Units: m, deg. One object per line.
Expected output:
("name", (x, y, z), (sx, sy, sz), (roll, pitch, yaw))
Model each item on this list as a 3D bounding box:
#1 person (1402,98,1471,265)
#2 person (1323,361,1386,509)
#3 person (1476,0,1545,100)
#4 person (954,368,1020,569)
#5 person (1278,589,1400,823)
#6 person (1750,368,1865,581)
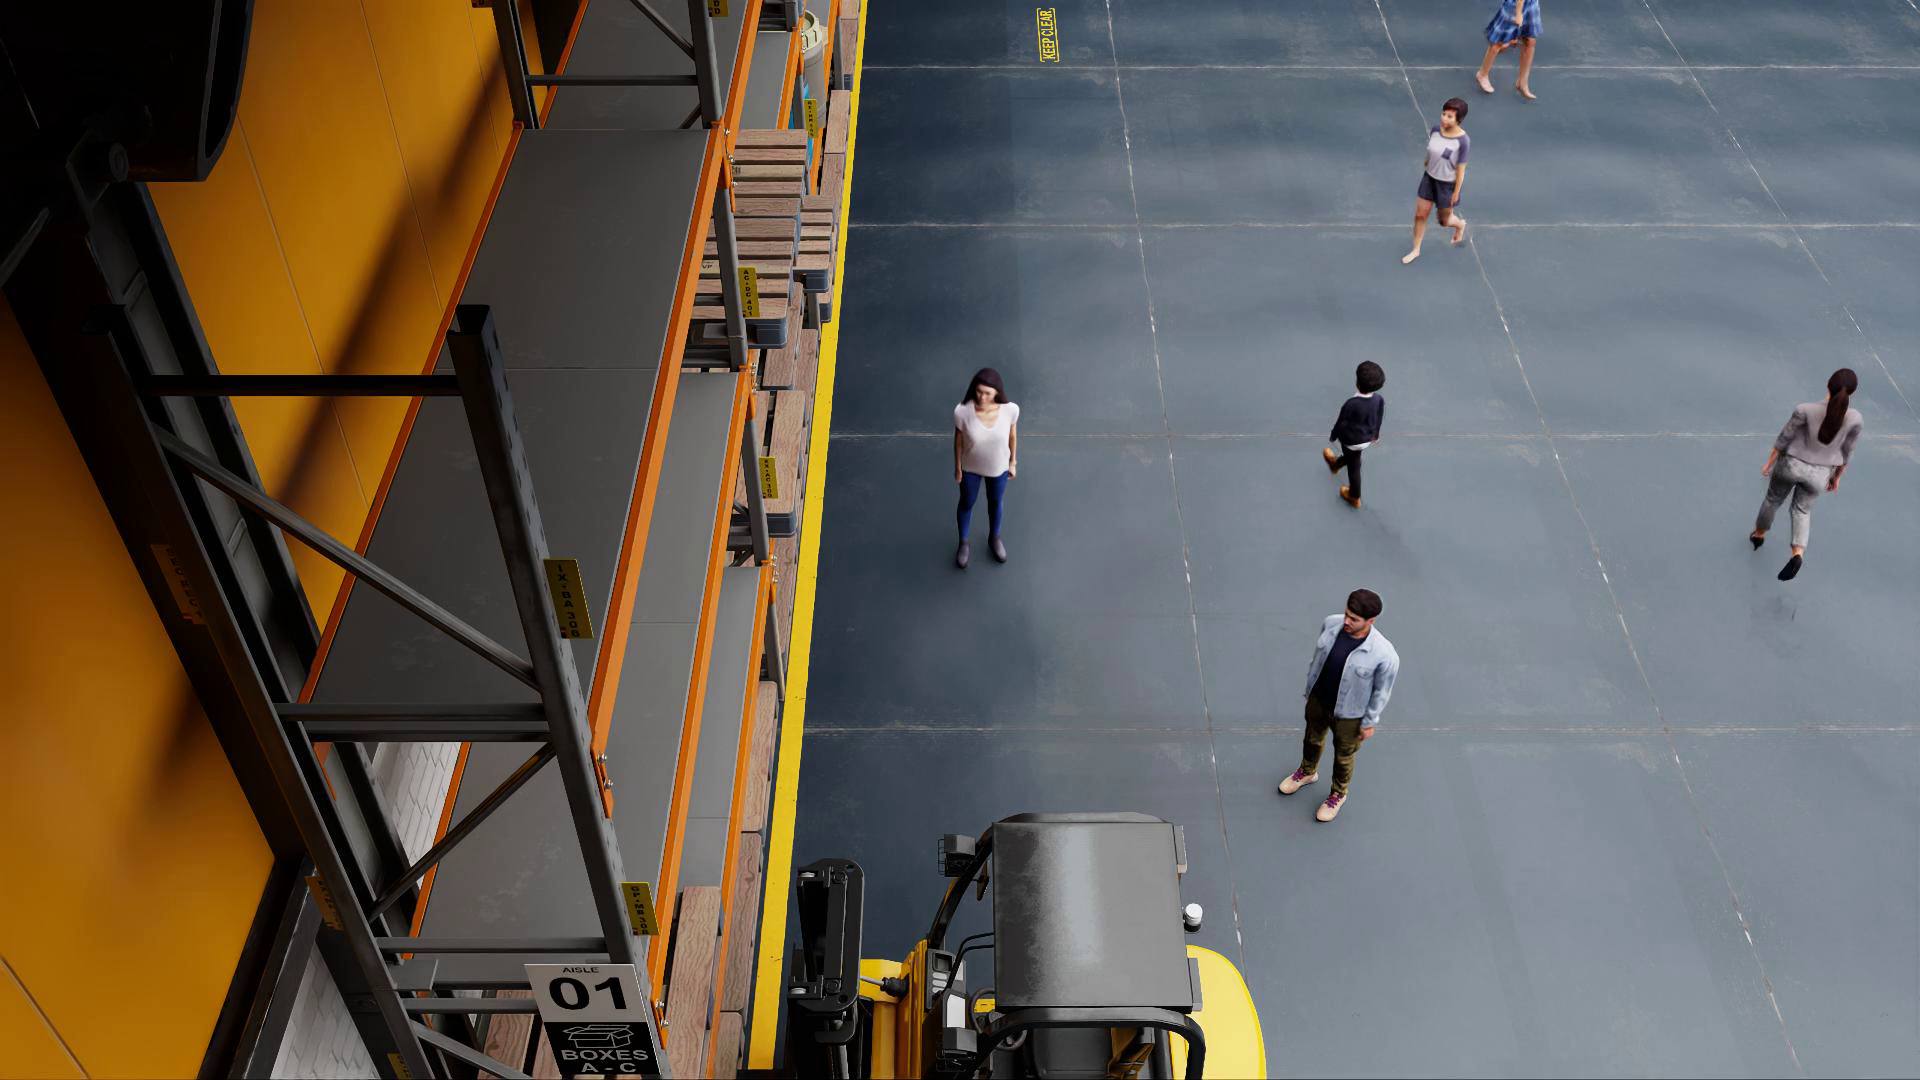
("person", (4.214, -3.132, 14.406), (0.921, 1.548, 0.896), (-28, 50, -27))
("person", (2.939, -0.741, 12.148), (0.714, 1.203, 0.871), (-18, 47, -18))
("person", (5.473, -5.203, 16.422), (1.009, 1.768, 0.943), (34, 53, 31))
("person", (0.168, -0.515, 11.561), (0.620, 1.684, 0.563), (-5, 44, -6))
("person", (2.268, 0.966, 9.915), (0.817, 1.811, 0.743), (-32, 52, -29))
("person", (5.824, -0.406, 11.469), (0.816, 1.653, 1.019), (9, 44, 10))
